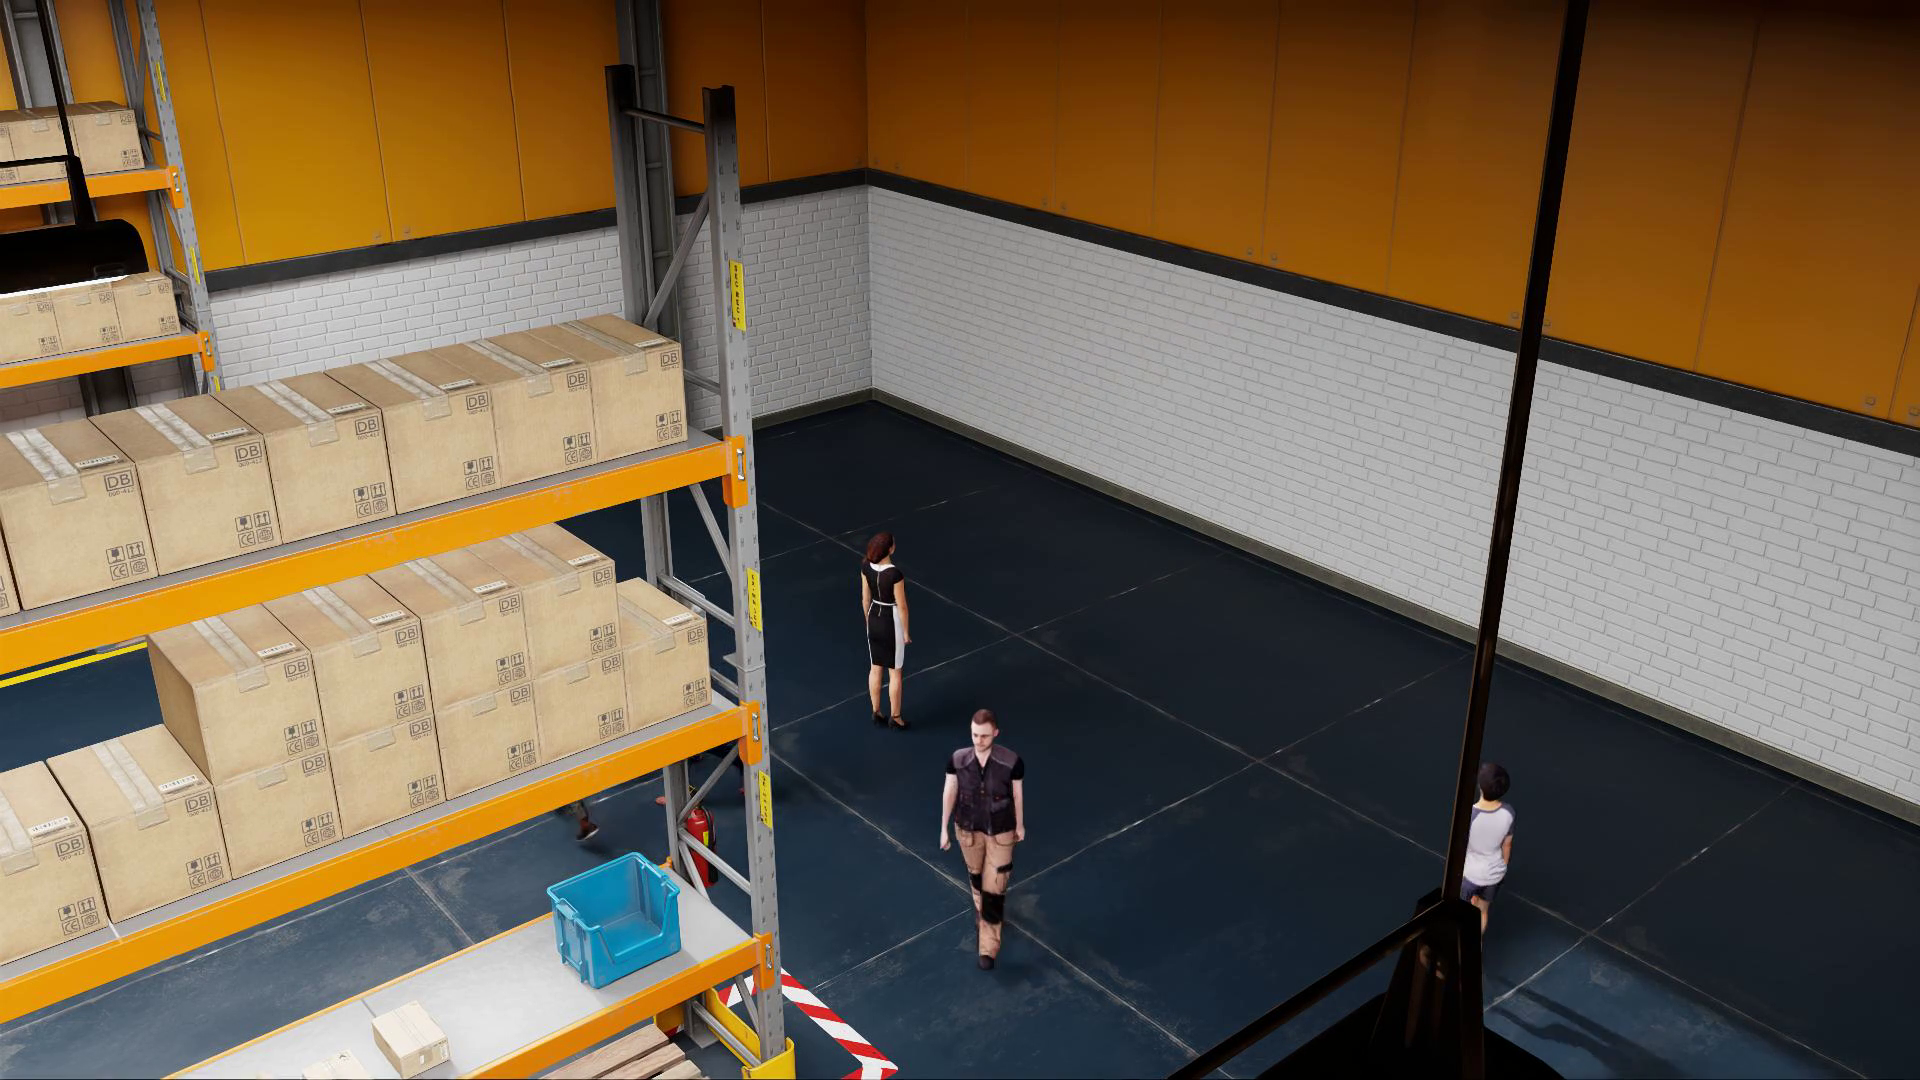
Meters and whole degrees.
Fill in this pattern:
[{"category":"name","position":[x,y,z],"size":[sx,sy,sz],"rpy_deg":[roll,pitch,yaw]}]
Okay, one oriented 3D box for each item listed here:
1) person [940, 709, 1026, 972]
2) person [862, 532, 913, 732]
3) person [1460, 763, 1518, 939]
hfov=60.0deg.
[{"category":"person","position":[0.192,1.899,11.243],"size":[1.078,1.800,1.219],"rpy_deg":[5,24,12]},{"category":"person","position":[-0.614,0.764,13.845],"size":[0.633,1.796,0.584],"rpy_deg":[14,27,29]},{"category":"person","position":[3.427,2.188,10.895],"size":[0.845,1.549,0.859],"rpy_deg":[-3,24,-6]}]
